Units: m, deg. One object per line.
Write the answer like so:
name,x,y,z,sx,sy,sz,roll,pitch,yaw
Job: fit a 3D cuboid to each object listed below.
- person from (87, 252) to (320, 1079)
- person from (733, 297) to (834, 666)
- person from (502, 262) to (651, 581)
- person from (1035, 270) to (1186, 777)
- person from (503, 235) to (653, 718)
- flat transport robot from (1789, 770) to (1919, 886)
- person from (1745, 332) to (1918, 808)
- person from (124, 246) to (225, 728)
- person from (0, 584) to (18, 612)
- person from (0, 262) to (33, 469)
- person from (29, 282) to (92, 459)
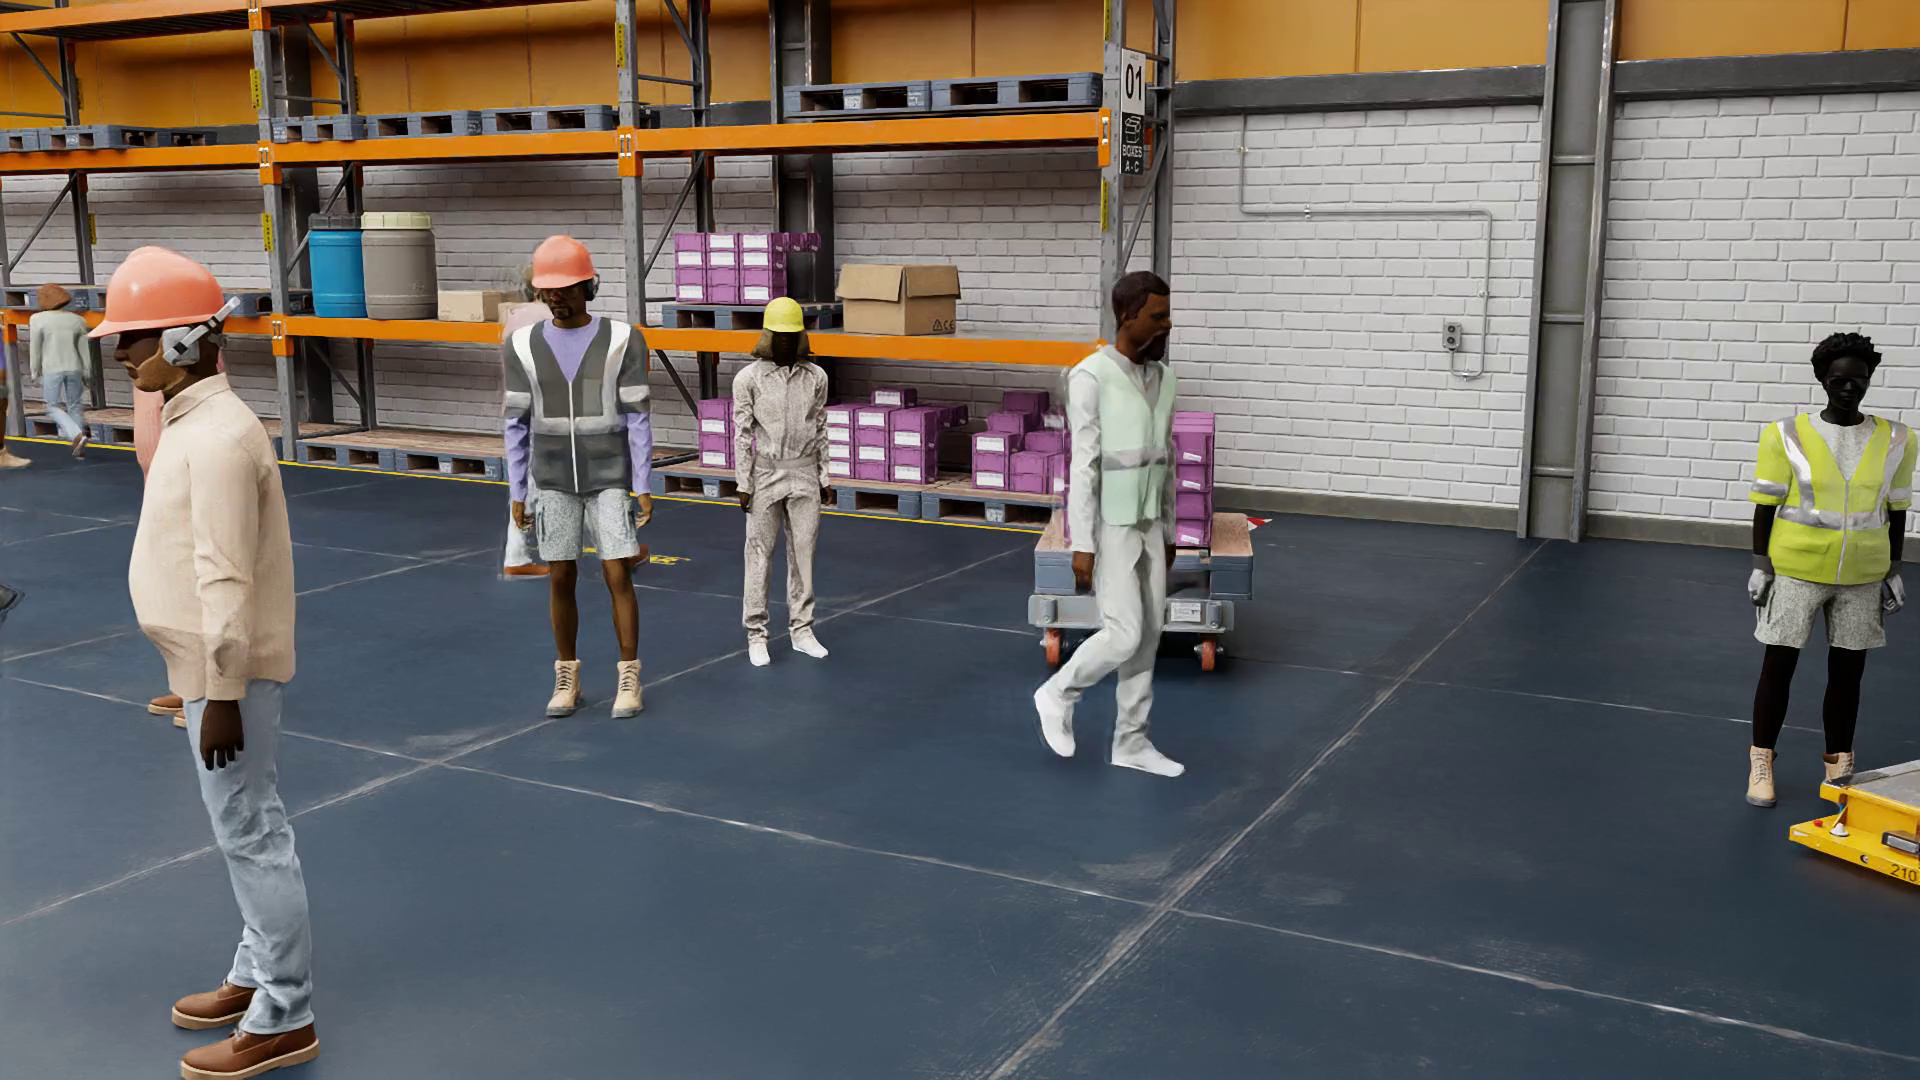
person,-1.821,0.307,4.042,0.400,1.986,0.614,-6,12,-29
person,-0.828,-0.277,7.909,0.494,1.741,0.309,-6,12,-30
person,-2.339,-0.700,9.862,0.669,1.879,0.780,8,13,37
person,0.591,-0.051,6.234,0.494,1.901,0.611,9,13,40
person,-1.600,-0.249,6.980,0.612,2.029,0.409,0,10,-2
flat transport robot,3.506,0.898,5.503,1.431,0.197,0.652,-5,12,-28
person,3.055,0.118,5.870,0.540,1.696,0.316,2,11,11
person,-3.244,-0.213,6.912,0.610,1.987,0.398,8,13,38
person,-5.018,-0.423,8.200,0.524,1.927,0.559,0,10,1
person,-8.415,-1.557,14.219,0.692,2.001,0.712,3,11,15
person,-8.045,-1.500,14.936,0.566,1.620,0.532,8,13,36
